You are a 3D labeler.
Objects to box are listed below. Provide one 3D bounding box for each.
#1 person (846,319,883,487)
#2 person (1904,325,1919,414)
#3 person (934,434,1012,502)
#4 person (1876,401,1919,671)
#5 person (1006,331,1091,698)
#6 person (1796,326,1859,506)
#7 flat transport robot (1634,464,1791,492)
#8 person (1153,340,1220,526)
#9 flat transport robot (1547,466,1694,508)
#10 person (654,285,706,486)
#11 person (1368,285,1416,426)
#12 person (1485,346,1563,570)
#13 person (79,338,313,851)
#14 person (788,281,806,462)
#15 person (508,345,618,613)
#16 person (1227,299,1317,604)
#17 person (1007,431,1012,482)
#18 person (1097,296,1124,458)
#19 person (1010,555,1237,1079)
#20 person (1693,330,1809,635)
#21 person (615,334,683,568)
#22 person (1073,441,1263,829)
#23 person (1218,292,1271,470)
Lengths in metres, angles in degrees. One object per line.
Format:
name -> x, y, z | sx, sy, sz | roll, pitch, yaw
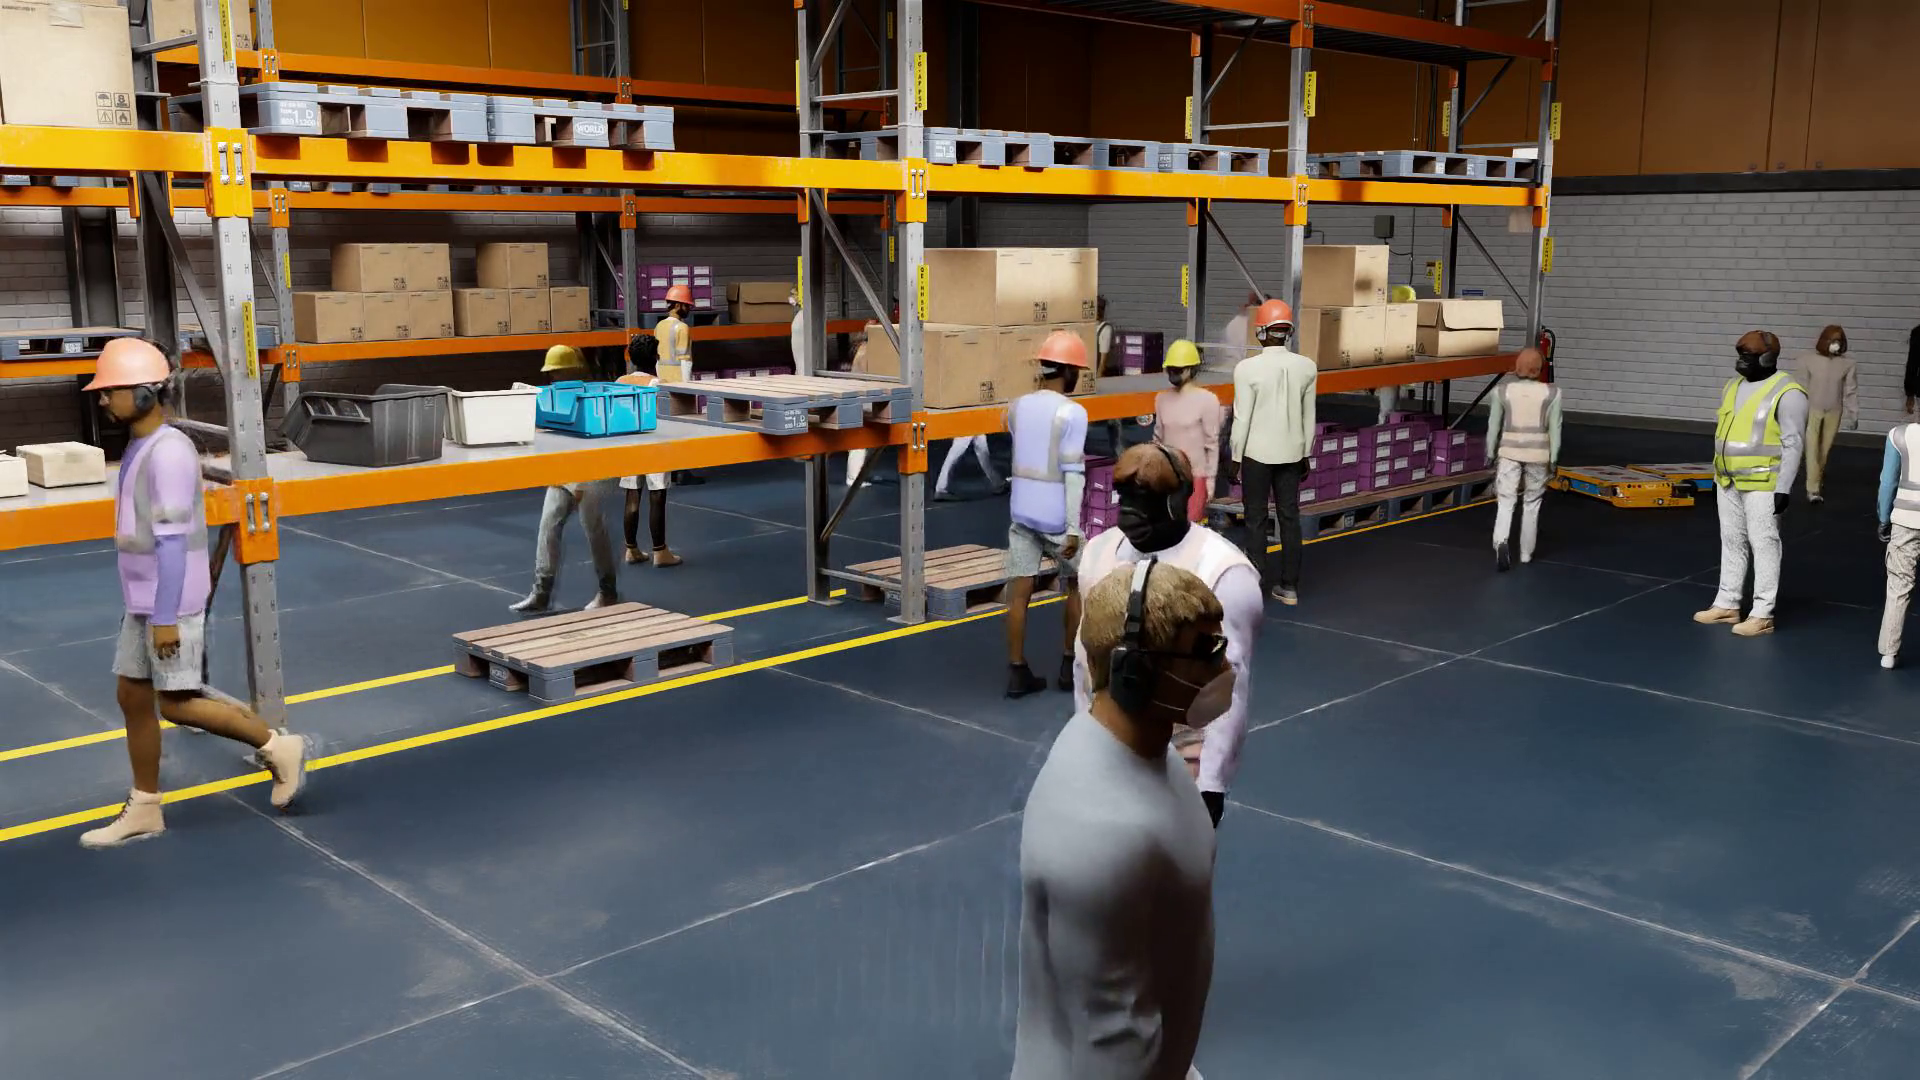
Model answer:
person -> -0.892, -1.298, 15.862 | 0.457, 1.612, 0.546 | 0, 10, 1
person -> 8.932, -1.350, 15.188 | 0.670, 1.971, 0.630 | -8, 13, -38
person -> 0.149, -1.202, 15.084 | 0.930, 1.711, 0.537 | -4, 11, -23
person -> 5.301, -0.066, 9.101 | 0.525, 1.639, 0.307 | 10, 14, 43
person -> 0.494, -0.133, 8.736 | 0.564, 1.901, 0.720 | 10, 14, 42
person -> 7.744, -1.099, 14.837 | 0.510, 1.594, 0.746 | 1, 10, 8
flat transport robot -> 6.974, -0.582, 15.647 | 1.431, 0.197, 0.652 | -2, 11, -10
person -> 1.493, -0.428, 10.782 | 0.511, 1.751, 0.531 | -10, 14, -43
flat transport robot -> 6.002, -0.503, 15.215 | 0.652, 0.197, 1.431 | -2, 11, -10
person -> -2.724, -1.492, 16.093 | 0.385, 1.927, 0.545 | -8, 13, -38
person -> 4.390, -1.629, 16.905 | 0.434, 1.898, 0.619 | -2, 11, -13
person -> 4.053, -0.585, 11.996 | 0.521, 1.618, 0.709 | 4, 11, 23
person -> -3.082, 0.207, 6.591 | 0.799, 2.022, 0.616 | -9, 14, -40
person -> -1.639, -1.796, 17.719 | 0.356, 1.936, 0.635 | -2, 11, -10
person -> -2.512, -0.360, 10.481 | 0.506, 1.709, 0.810 | 10, 14, 43
person -> 2.013, -0.553, 10.782 | 0.622, 1.994, 0.381 | -4, 11, -21
person -> 0.616, -1.469, 16.216 | 0.492, 1.834, 0.569 | 0, 10, 2
person -> 1.308, -1.553, 16.766 | 0.907, 1.801, 0.508 | -5, 12, -27
person -> 0.258, 0.957, 2.827 | 0.771, 1.924, 0.647 | 2, 11, 13
person -> 4.788, -0.347, 10.087 | 0.429, 1.839, 0.633 | -3, 11, -15
person -> -2.279, -0.645, 12.098 | 0.542, 1.695, 0.316 | 6, 12, 28
person -> 0.561, 0.624, 4.813 | 0.653, 1.832, 0.453 | 9, 14, 41
person -> 2.900, -1.615, 17.022 | 0.967, 1.842, 0.722 | -6, 12, -28
